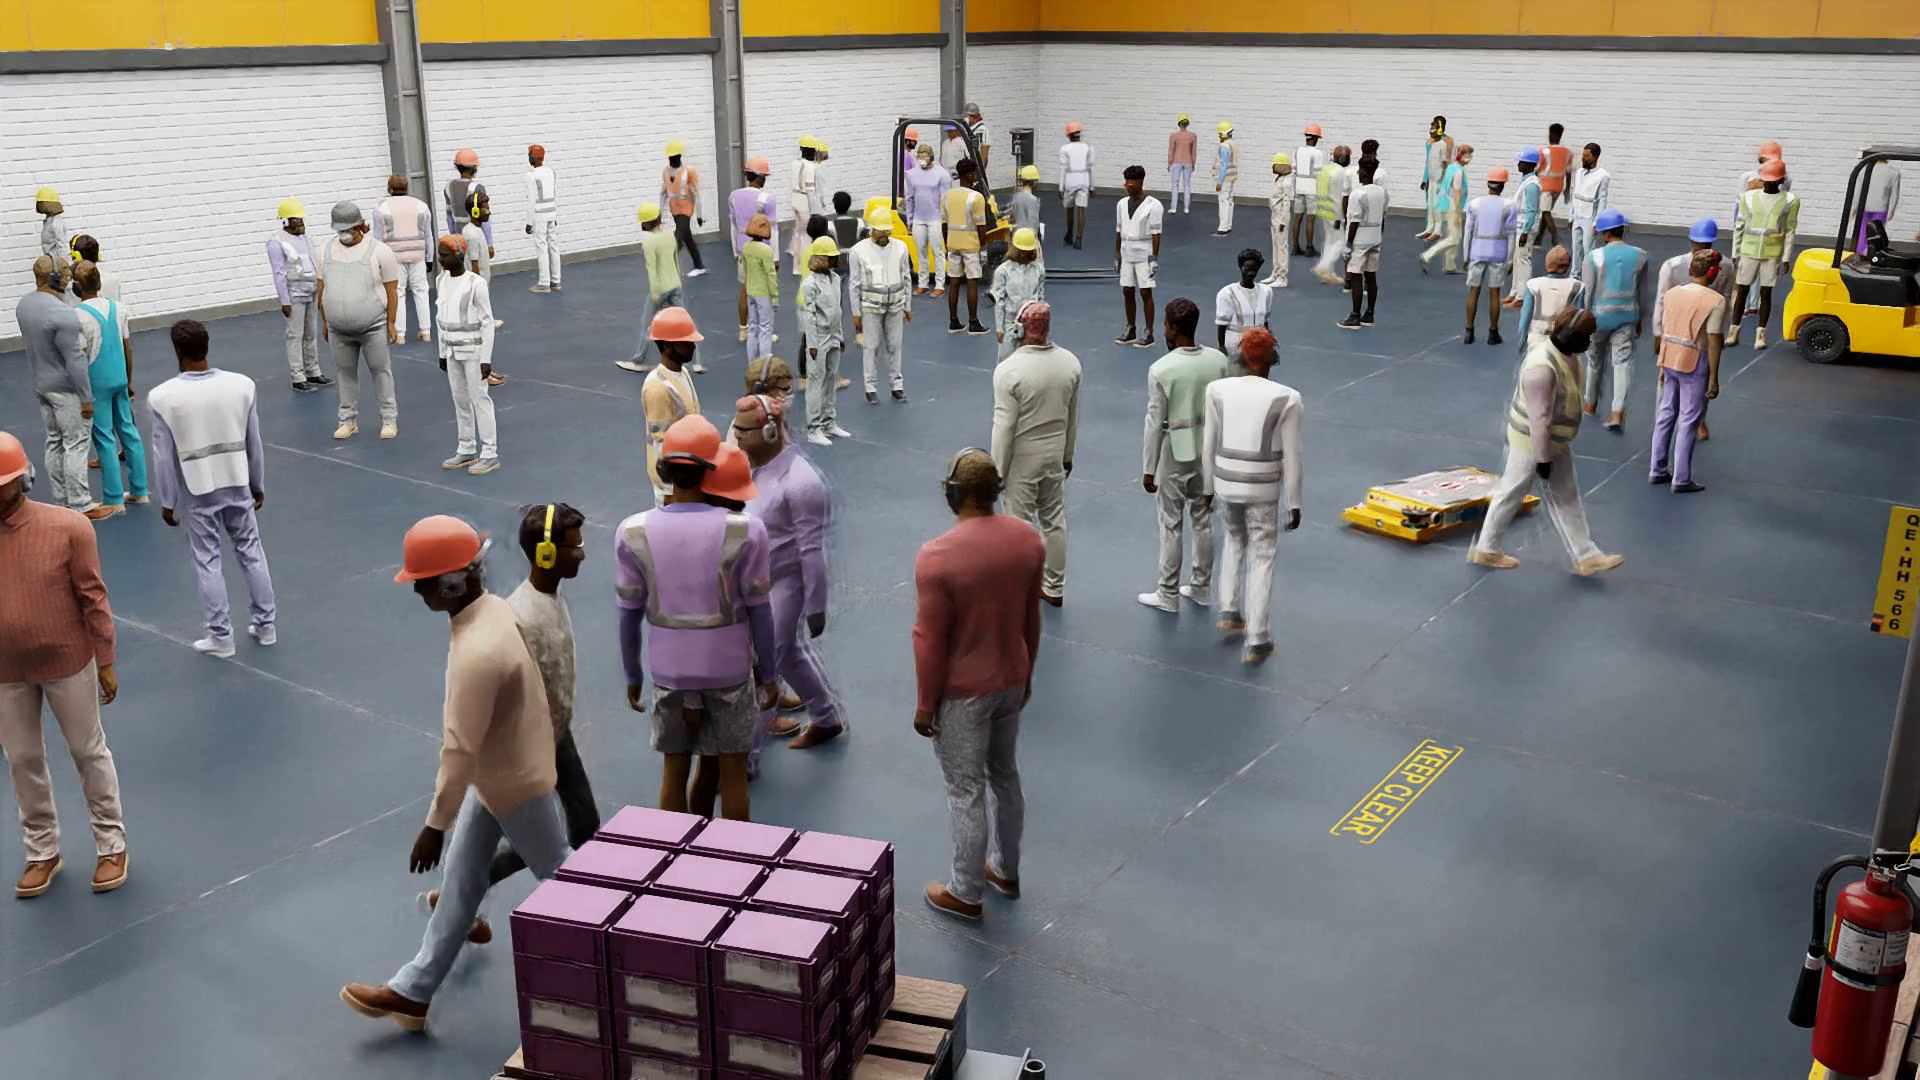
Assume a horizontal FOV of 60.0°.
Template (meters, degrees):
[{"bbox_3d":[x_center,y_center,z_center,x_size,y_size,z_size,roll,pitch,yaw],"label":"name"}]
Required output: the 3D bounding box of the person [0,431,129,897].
[{"bbox_3d":[-3.768,0.509,6.765,0.623,1.982,0.413,-4,18,-12],"label":"person"}]

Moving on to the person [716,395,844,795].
[{"bbox_3d":[-0.909,0.214,7.887,0.913,1.862,0.654,-13,22,-36],"label":"person"}]

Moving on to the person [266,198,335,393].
[{"bbox_3d":[-6.308,-2.342,15.919,0.403,1.833,0.586,4,18,12],"label":"person"}]

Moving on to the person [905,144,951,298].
[{"bbox_3d":[-0.410,-4.046,21.103,0.631,1.930,0.386,9,20,26],"label":"person"}]

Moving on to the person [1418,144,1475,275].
[{"bbox_3d":[6.646,-4.485,22.662,0.629,1.812,0.608,4,18,11],"label":"person"}]

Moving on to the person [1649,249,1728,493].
[{"bbox_3d":[5.490,-1.273,12.575,0.394,1.836,0.560,-7,19,-20],"label":"person"}]

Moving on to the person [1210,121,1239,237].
[{"bbox_3d":[4.259,-5.815,26.798,0.403,1.823,0.588,8,20,24],"label":"person"}]

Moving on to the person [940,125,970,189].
[{"bbox_3d":[-0.077,-5.639,26.075,0.468,1.926,0.633,-13,22,-35],"label":"person"}]

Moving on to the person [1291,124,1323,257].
[{"bbox_3d":[5.145,-5.150,24.547,0.367,1.930,0.542,-14,22,-37],"label":"person"}]

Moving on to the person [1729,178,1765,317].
[{"bbox_3d":[9.420,-3.471,19.790,0.505,1.627,0.277,-15,23,-39],"label":"person"}]

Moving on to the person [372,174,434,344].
[{"bbox_3d":[-6.073,-3.069,18.195,0.633,1.840,0.430,-11,21,-32],"label":"person"}]

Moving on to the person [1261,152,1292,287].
[{"bbox_3d":[4.198,-4.222,21.944,0.301,1.745,0.483,-2,18,-5],"label":"person"}]

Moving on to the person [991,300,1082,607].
[{"bbox_3d":[0.416,-0.488,10.000,0.654,1.906,0.406,-14,22,-37],"label":"person"}]

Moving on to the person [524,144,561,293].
[{"bbox_3d":[-5.405,-4.148,21.488,0.355,1.882,0.576,8,19,22],"label":"person"}]

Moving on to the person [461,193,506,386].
[{"bbox_3d":[-4.651,-2.425,16.142,0.324,1.861,0.510,-6,19,-17],"label":"person"}]

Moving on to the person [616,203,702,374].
[{"bbox_3d":[-2.981,-2.504,16.628,0.818,1.735,0.580,10,20,28],"label":"person"}]

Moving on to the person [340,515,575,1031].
[{"bbox_3d":[-1.660,0.852,5.761,1.058,1.921,0.639,-6,19,-18],"label":"person"}]

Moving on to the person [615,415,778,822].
[{"bbox_3d":[-1.045,0.501,6.709,0.621,2.032,0.433,1,18,2],"label":"person"}]

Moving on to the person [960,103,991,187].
[{"bbox_3d":[0.188,-6.349,28.117,0.535,2.000,0.684,-10,20,-28],"label":"person"}]

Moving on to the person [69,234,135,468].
[{"bbox_3d":[-6.841,-1.493,13.233,0.347,1.856,0.525,5,18,14],"label":"person"}]

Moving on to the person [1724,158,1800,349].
[{"bbox_3d":[8.610,-3.069,17.870,0.605,2.034,0.390,10,20,29],"label":"person"}]

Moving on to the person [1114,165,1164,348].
[{"bbox_3d":[1.908,-3.069,18.008,0.388,1.951,0.615,-17,24,-42],"label":"person"}]

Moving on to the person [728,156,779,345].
[{"bbox_3d":[-2.209,-3.143,18.113,0.612,2.030,0.403,10,20,29],"label":"person"}]

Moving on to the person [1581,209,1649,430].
[{"bbox_3d":[5.720,-1.927,14.562,0.625,1.894,0.990,1,18,3],"label":"person"}]

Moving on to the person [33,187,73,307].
[{"bbox_3d":[-9.602,-2.872,17.718,0.287,1.746,0.484,-12,22,-34],"label":"person"}]

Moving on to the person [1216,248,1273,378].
[{"bbox_3d":[2.321,-1.549,13.652,0.536,1.699,0.322,-8,20,-24],"label":"person"}]

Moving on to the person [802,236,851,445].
[{"bbox_3d":[-1.123,-1.681,13.998,0.297,1.744,0.487,9,20,26],"label":"person"}]

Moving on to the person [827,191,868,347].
[{"bbox_3d":[-1.248,-2.972,18.178,0.546,1.647,0.888,-5,18,-16],"label":"person"}]

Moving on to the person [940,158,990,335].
[{"bbox_3d":[0.062,-3.288,18.662,0.604,1.966,0.367,13,22,35],"label":"person"}]

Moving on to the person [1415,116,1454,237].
[{"bbox_3d":[7.608,-5.794,26.576,0.593,1.920,0.391,-14,22,-36],"label":"person"}]

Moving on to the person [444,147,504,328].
[{"bbox_3d":[-5.556,-3.433,18.986,0.615,2.044,0.369,10,20,28],"label":"person"}]

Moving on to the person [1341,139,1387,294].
[{"bbox_3d":[5.185,-4.146,21.346,0.608,1.965,0.365,12,22,34],"label":"person"}]

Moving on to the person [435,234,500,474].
[{"bbox_3d":[-3.893,-1.458,13.069,0.585,1.882,0.340,12,21,33],"label":"person"}]

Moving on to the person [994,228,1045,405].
[{"bbox_3d":[0.537,-1.864,14.582,0.484,1.735,0.311,-8,19,-23],"label":"person"}]

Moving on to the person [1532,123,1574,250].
[{"bbox_3d":[8.907,-5.295,25.033,0.610,1.916,1.023,-6,19,-17],"label":"person"}]

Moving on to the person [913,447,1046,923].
[{"bbox_3d":[0.078,0.582,6.647,0.633,1.928,0.398,-16,24,-40],"label":"person"}]
